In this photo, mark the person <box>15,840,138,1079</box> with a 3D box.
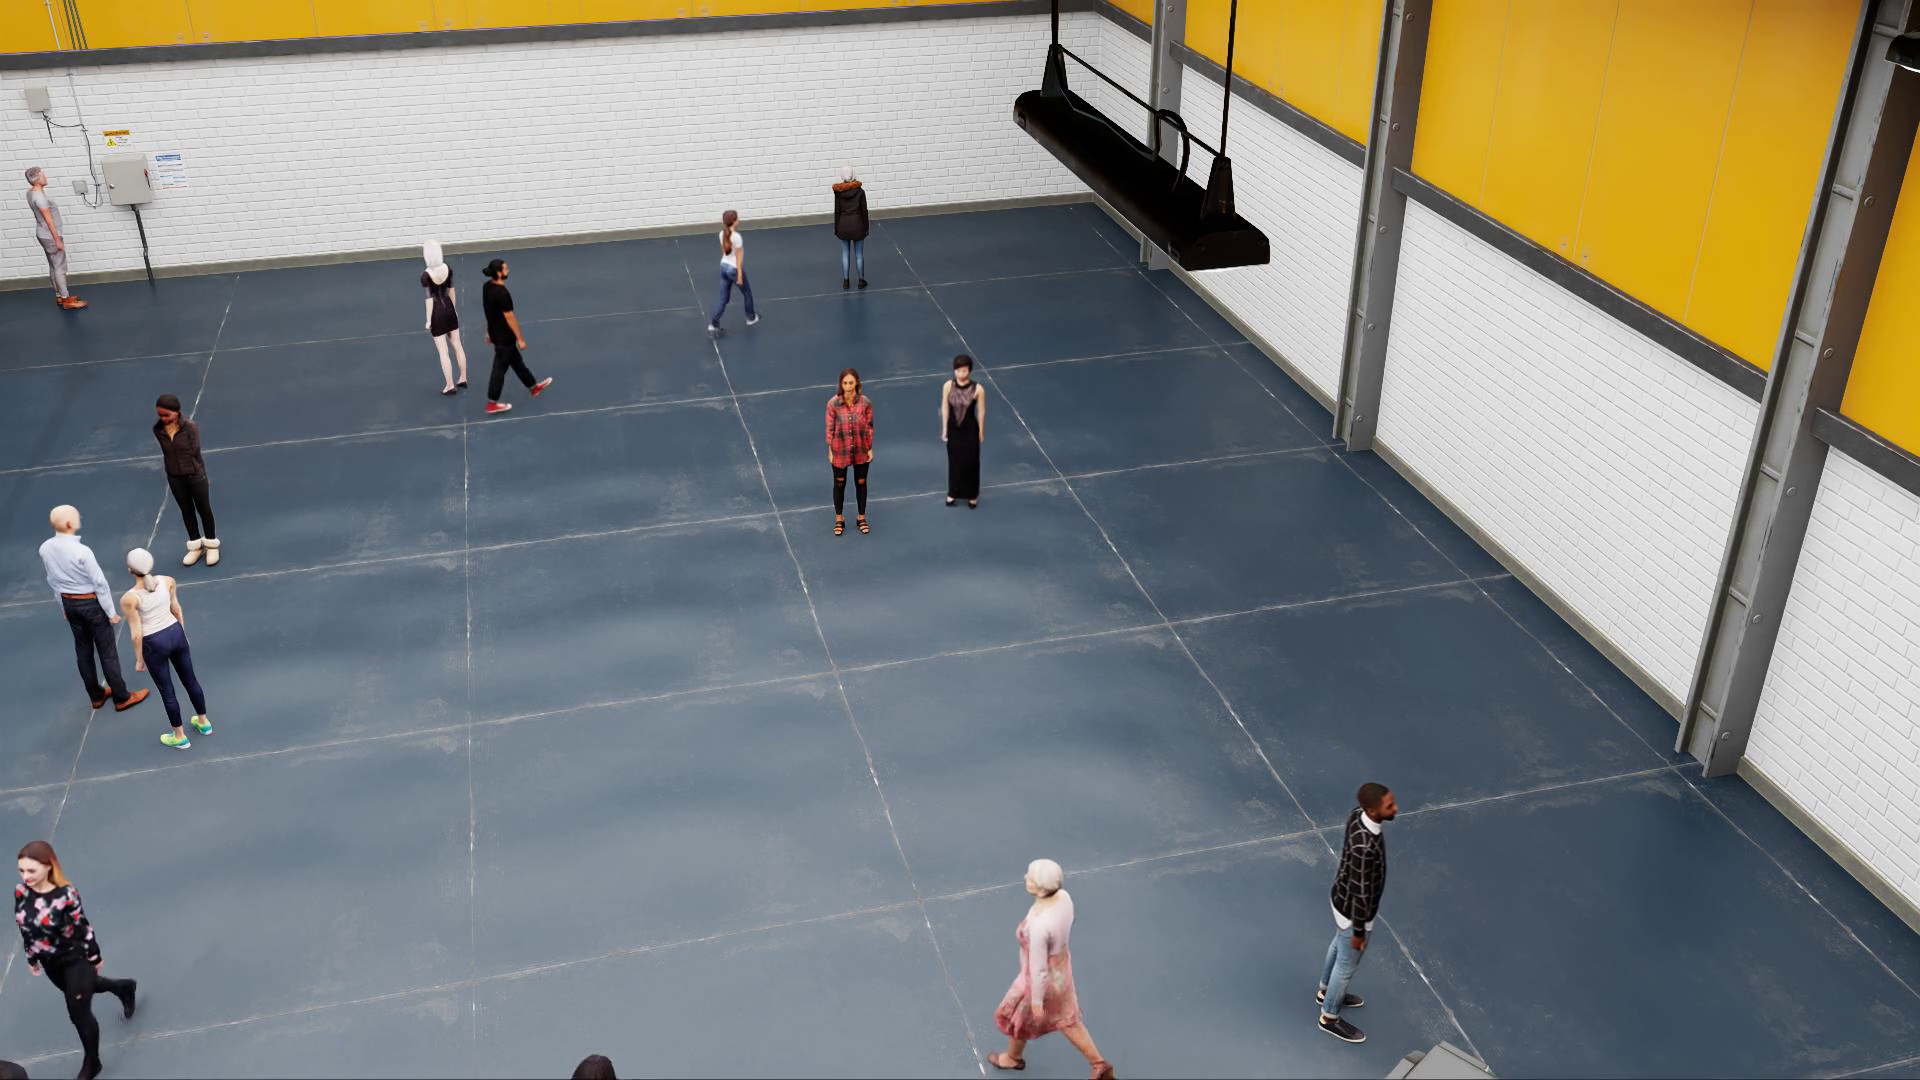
[{"bbox_3d":[-5.275,2.428,9.915,0.884,1.663,1.077,6,29,10],"label":"person"}]

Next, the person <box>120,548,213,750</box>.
[{"bbox_3d":[-6.129,0.823,12.816,0.729,1.702,0.676,17,33,28],"label":"person"}]

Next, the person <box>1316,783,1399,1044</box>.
[{"bbox_3d":[2.403,2.218,10.137,0.801,1.820,0.665,6,29,11],"label":"person"}]

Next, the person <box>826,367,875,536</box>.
[{"bbox_3d":[-1.043,-0.856,15.894,0.635,1.703,0.592,-3,29,-6],"label":"person"}]

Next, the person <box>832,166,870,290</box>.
[{"bbox_3d":[-1.437,-4.129,21.966,0.703,1.635,0.697,1,29,2],"label":"person"}]

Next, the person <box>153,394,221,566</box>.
[{"bbox_3d":[-7.193,-0.602,15.471,0.675,1.662,0.608,-7,29,-13],"label":"person"}]

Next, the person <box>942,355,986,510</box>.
[{"bbox_3d":[0.031,-1.086,16.421,0.655,1.603,0.659,6,29,11],"label":"person"}]

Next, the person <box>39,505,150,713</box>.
[{"bbox_3d":[-6.949,0.544,13.238,0.724,1.789,0.716,6,29,12],"label":"person"}]

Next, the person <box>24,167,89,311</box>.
[{"bbox_3d":[-11.655,-3.875,21.293,0.829,1.832,0.678,-23,36,-36],"label":"person"}]

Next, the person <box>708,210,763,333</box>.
[{"bbox_3d":[-2.872,-3.287,20.537,1.054,1.524,1.039,19,34,31],"label":"person"}]

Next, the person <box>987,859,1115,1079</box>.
[{"bbox_3d":[0.568,2.559,9.676,1.071,1.662,1.029,14,32,25],"label":"person"}]

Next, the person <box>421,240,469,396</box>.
[{"bbox_3d":[-5.851,-2.523,18.819,0.696,1.829,0.649,18,33,29],"label":"person"}]

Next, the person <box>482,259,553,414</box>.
[{"bbox_3d":[-5.130,-2.214,18.370,0.986,1.717,1.131,-20,34,-32],"label":"person"}]
